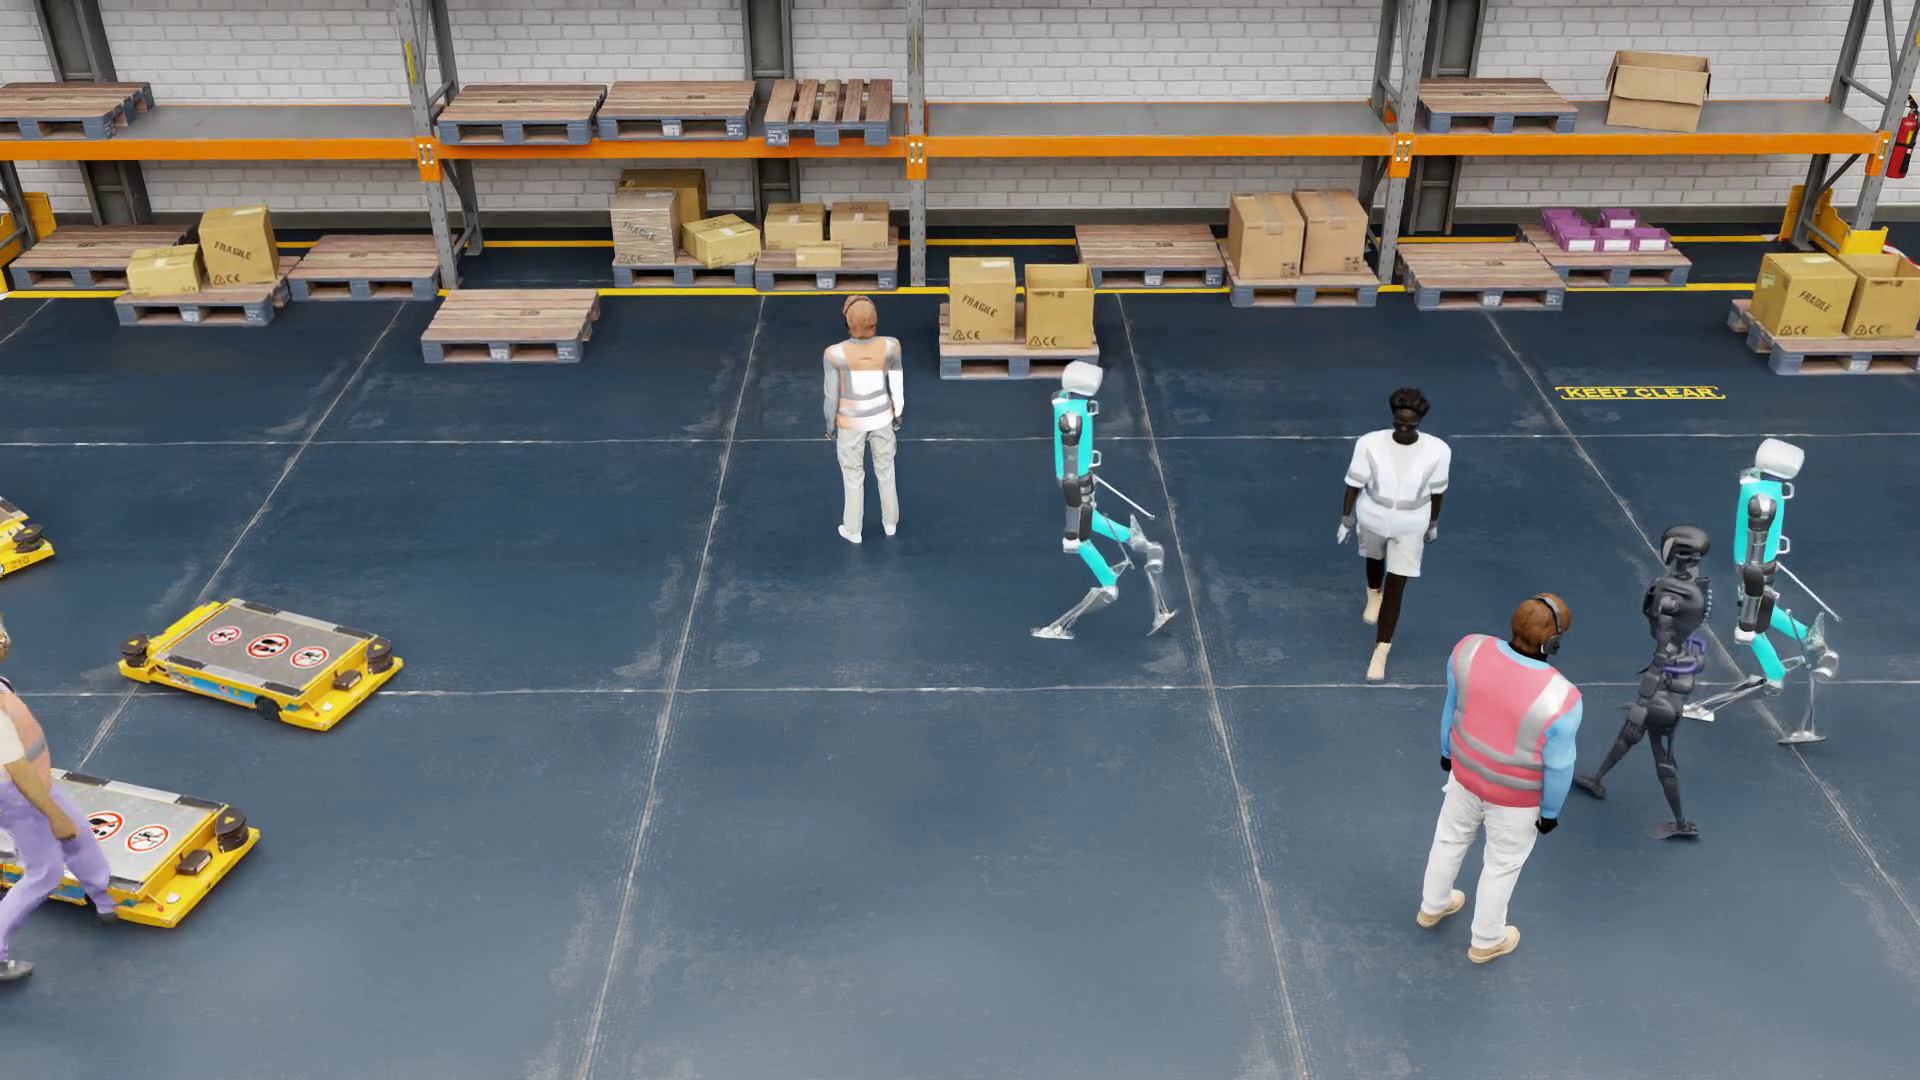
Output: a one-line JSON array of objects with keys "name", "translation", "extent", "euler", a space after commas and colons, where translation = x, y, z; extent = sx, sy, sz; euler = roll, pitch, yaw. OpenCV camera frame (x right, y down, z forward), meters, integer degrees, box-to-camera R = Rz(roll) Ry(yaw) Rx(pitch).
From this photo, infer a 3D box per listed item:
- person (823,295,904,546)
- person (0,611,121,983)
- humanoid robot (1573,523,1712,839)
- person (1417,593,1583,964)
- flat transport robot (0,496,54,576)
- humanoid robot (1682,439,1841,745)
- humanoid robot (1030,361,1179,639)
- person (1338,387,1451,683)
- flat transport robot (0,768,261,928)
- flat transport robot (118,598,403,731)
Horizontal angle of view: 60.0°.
[{"name": "person", "translation": [-0.592, -0.732, 10.295], "extent": [0.524, 1.639, 0.306], "euler": [-12, 33, -19]}, {"name": "person", "translation": [-4.042, 1.080, 7.110], "extent": [0.819, 1.811, 0.570], "euler": [-21, 37, -31]}, {"name": "humanoid robot", "translation": [3.348, 0.668, 7.953], "extent": [0.700, 1.637, 0.603], "euler": [19, 36, 29]}, {"name": "person", "translation": [2.346, 1.022, 7.199], "extent": [0.431, 1.835, 0.628], "euler": [-23, 38, -33]}, {"name": "flat transport robot", "translation": [-6.416, -0.085, 10.552], "extent": [1.431, 0.231, 0.659], "euler": [24, 38, 34]}, {"name": "humanoid robot", "translation": [4.273, 0.349, 8.441], "extent": [0.941, 1.760, 0.552], "euler": [13, 33, 20]}, {"name": "humanoid robot", "translation": [0.919, -0.150, 9.263], "extent": [0.985, 1.774, 0.530], "euler": [3, 31, 5]}, {"name": "person", "translation": [2.391, -0.109, 9.248], "extent": [0.541, 1.647, 0.884], "euler": [10, 33, 17]}, {"name": "flat transport robot", "translation": [-4.190, 1.453, 7.991], "extent": [1.431, 0.231, 0.659], "euler": [8, 32, 14]}, {"name": "flat transport robot", "translation": [-3.915, 0.668, 9.299], "extent": [1.431, 0.231, 0.659], "euler": [12, 33, 19]}]
